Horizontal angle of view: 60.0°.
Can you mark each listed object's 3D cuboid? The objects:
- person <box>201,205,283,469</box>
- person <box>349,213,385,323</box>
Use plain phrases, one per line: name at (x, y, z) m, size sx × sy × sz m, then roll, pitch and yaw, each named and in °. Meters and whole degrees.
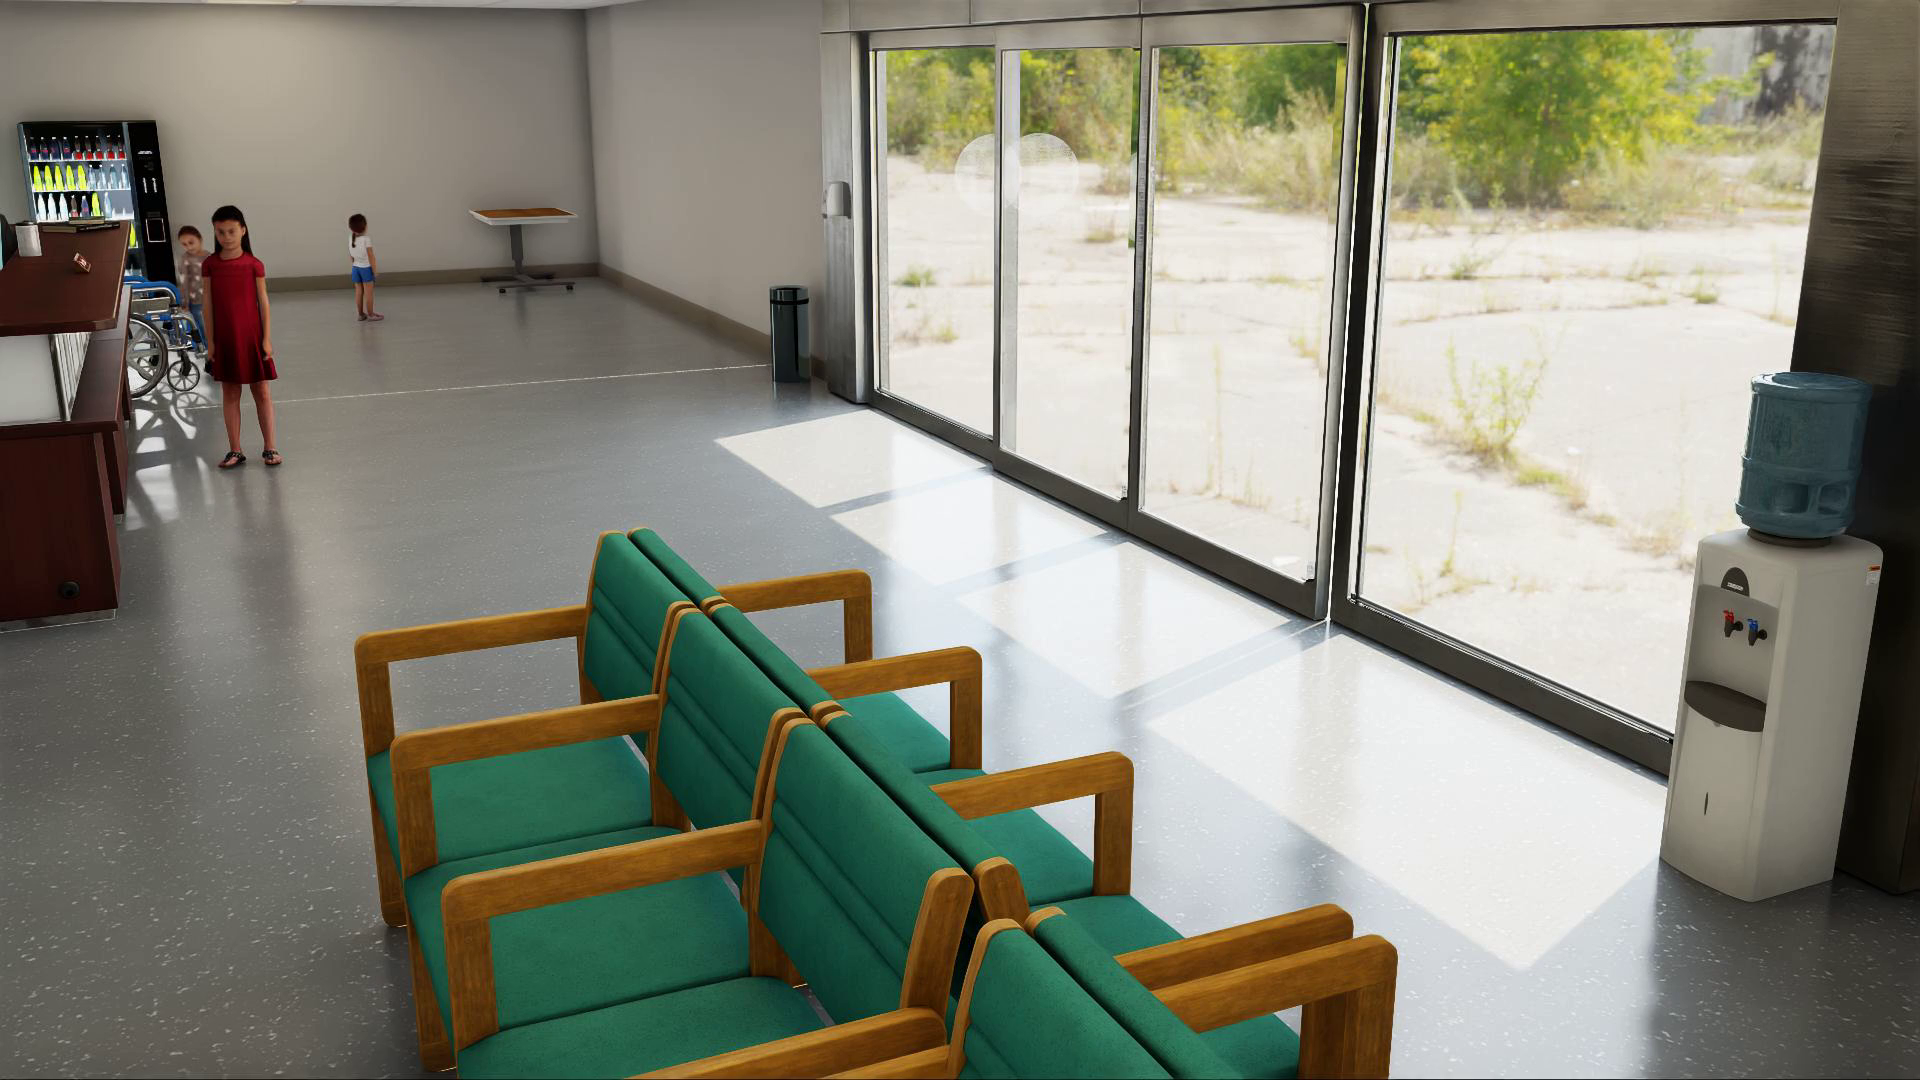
person at (-4.327, -1.227, 9.996) m, size 0.593 × 1.557 × 0.650 m, roll -4°, pitch 16°, yaw -13°
person at (-5.715, -2.609, 15.905) m, size 0.492 × 1.019 × 0.545 m, roll 7°, pitch 17°, yaw 24°
